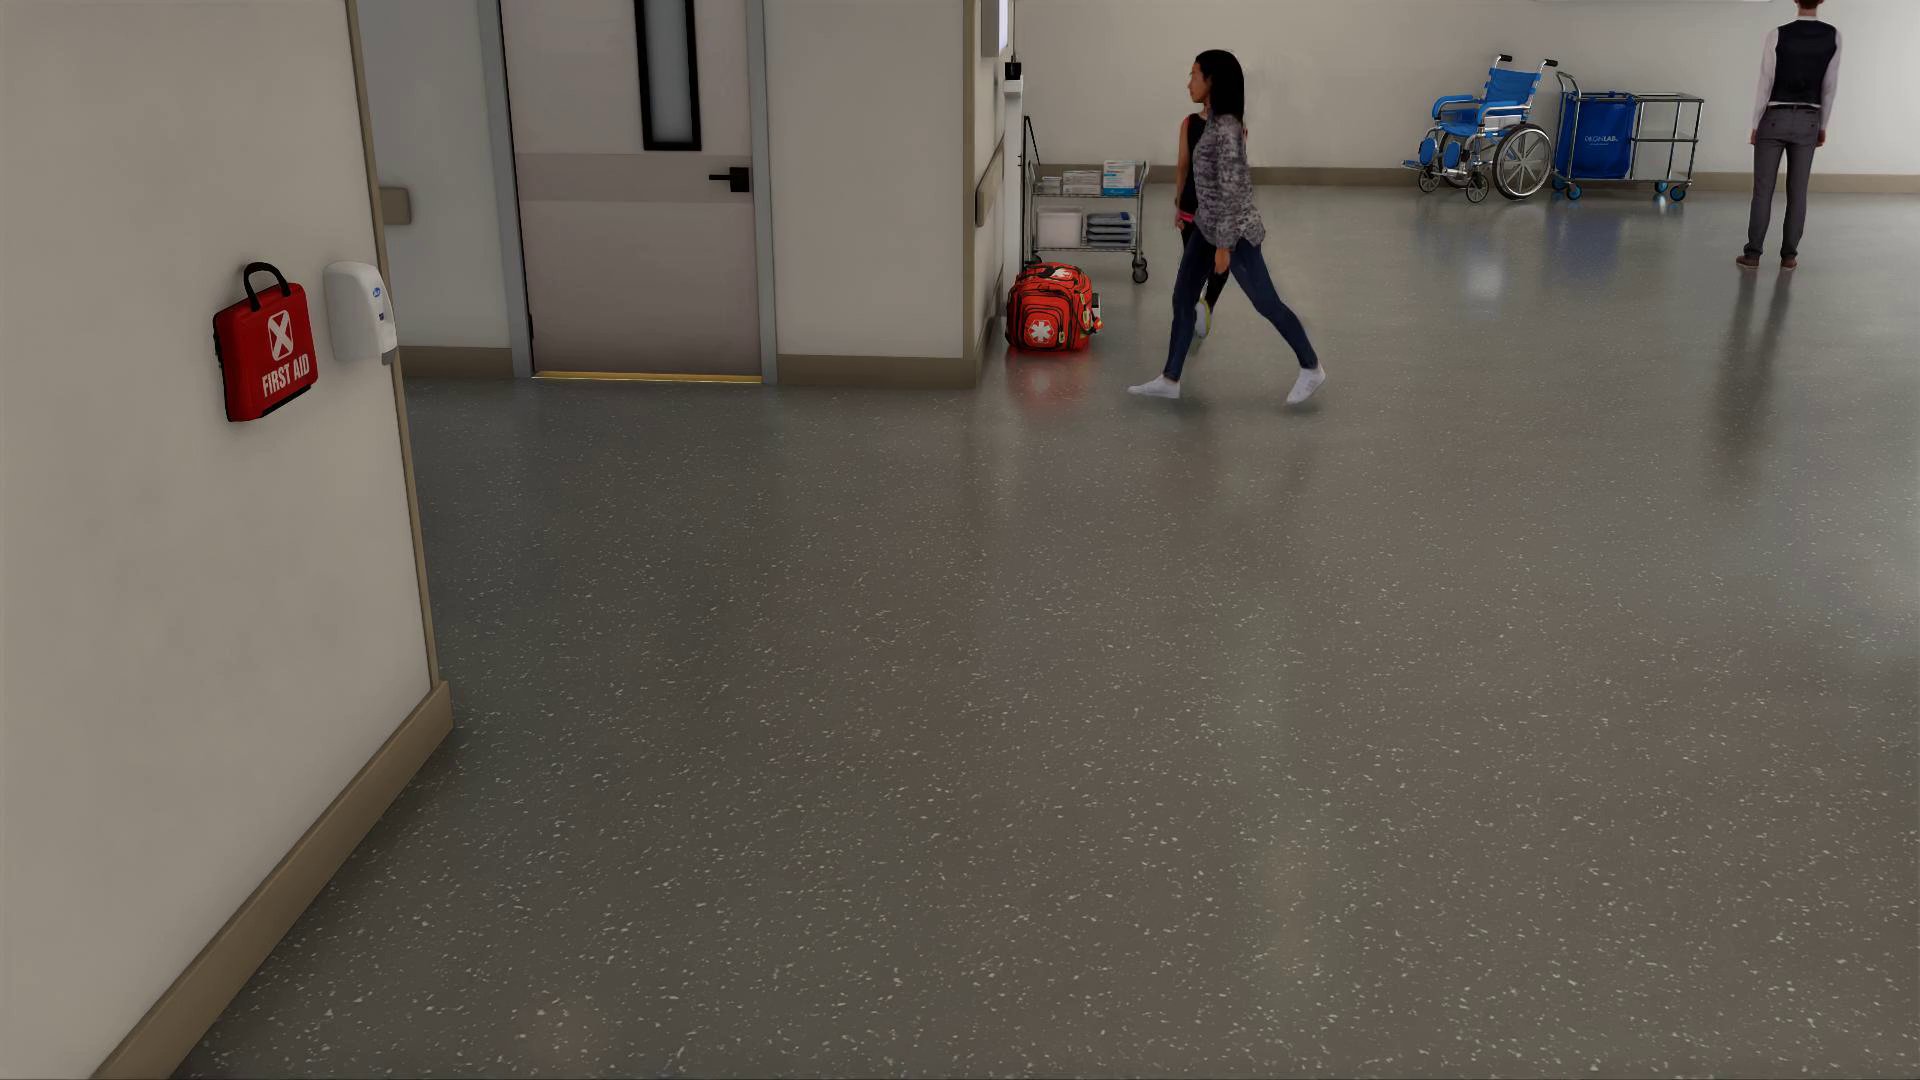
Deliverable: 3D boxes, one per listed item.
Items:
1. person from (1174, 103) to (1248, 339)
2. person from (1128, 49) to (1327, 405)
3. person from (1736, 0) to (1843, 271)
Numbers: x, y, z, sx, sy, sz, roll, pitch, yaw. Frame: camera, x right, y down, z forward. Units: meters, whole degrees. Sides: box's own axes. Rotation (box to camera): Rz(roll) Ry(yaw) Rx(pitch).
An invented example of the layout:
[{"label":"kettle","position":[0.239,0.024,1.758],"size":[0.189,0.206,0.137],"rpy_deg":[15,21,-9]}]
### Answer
[{"label":"person","position":[1.370,-1.862,9.326],"size":[0.708,1.530,0.960],"rpy_deg":[8,22,19]},{"label":"person","position":[1.371,-1.456,8.043],"size":[0.831,1.679,1.168],"rpy_deg":[-2,21,-5]},{"label":"person","position":[5.639,-2.827,11.297],"size":[0.695,1.938,0.631],"rpy_deg":[6,22,15]}]
